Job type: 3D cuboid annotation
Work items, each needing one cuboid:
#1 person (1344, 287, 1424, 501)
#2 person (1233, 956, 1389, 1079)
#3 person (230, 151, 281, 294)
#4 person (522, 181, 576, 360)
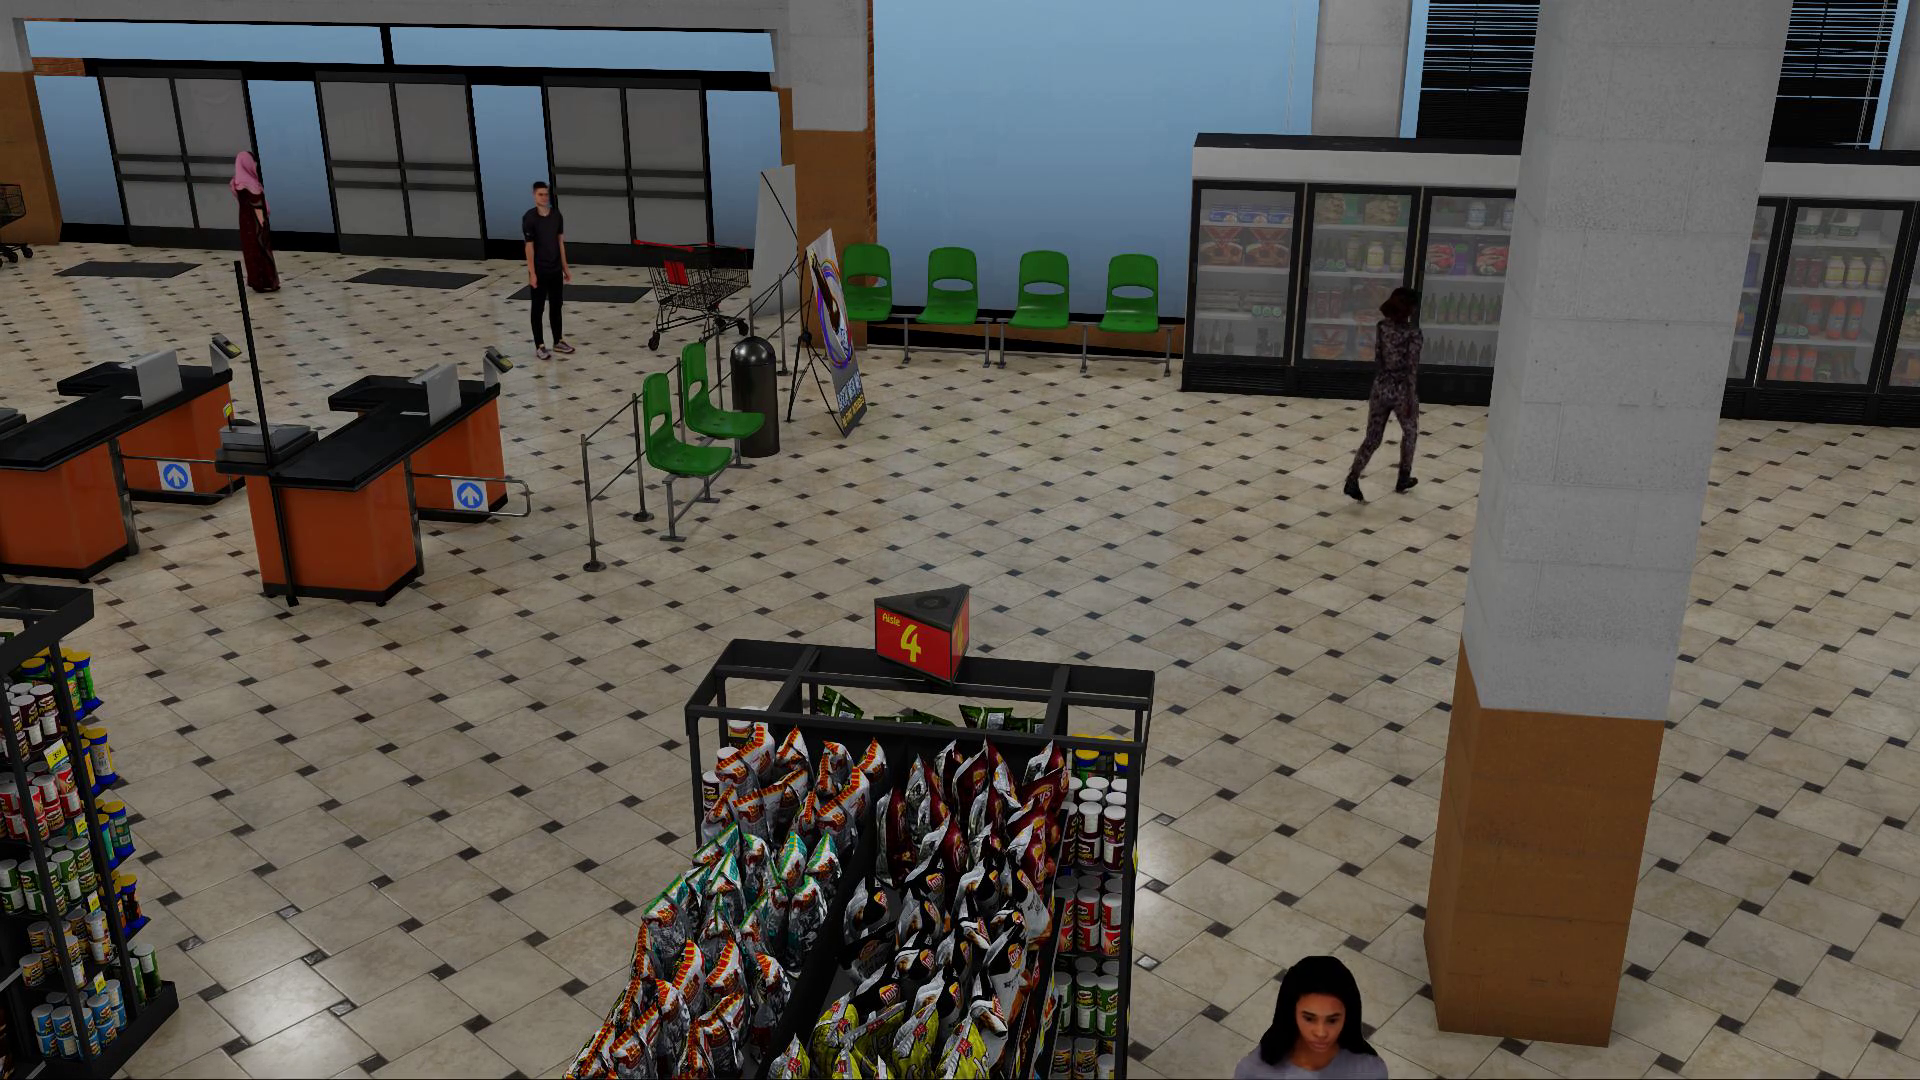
[{"bbox_3d":[3.270,-1.085,12.791,1.155,1.678,1.042,-17,28,-37],"label":"person"},{"bbox_3d":[1.030,1.990,5.123,0.668,1.689,1.178,3,22,6],"label":"person"},{"bbox_3d":[-8.232,-3.709,19.382,0.806,1.633,0.773,-19,29,-39],"label":"person"},{"bbox_3d":[-4.168,-2.729,16.771,0.775,1.762,0.653,17,27,36],"label":"person"}]
